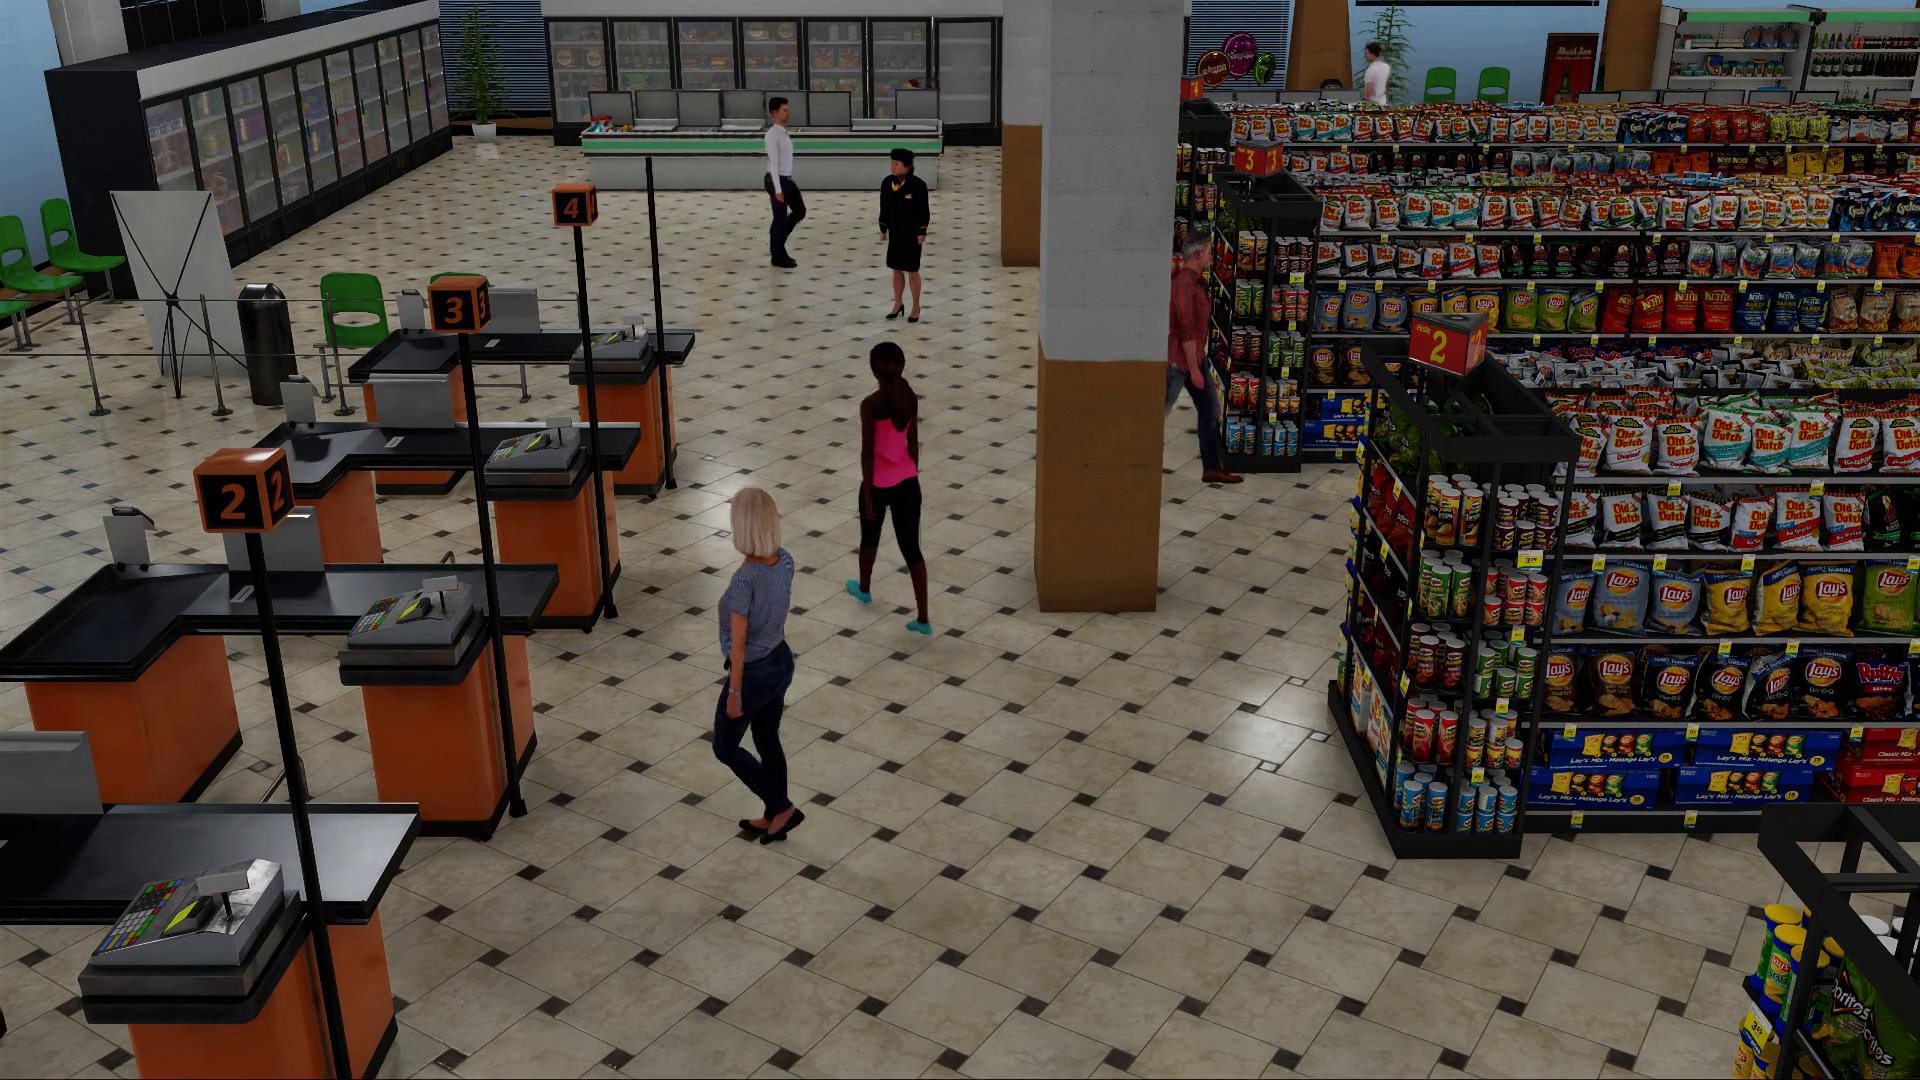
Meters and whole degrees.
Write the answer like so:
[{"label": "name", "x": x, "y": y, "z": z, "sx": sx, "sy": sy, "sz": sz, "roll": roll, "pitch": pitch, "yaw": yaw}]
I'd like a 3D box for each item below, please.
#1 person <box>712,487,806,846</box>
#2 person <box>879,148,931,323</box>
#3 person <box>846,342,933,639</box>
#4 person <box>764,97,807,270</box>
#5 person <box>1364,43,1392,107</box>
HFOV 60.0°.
[{"label": "person", "x": -0.810, "y": 0.599, "z": 7.248, "sx": 0.758, "sy": 1.715, "sz": 0.724, "roll": 10, "pitch": 24, "yaw": 23}, {"label": "person", "x": -0.532, "y": -2.965, "z": 16.177, "sx": 0.757, "sy": 1.671, "sz": 0.863, "roll": 13, "pitch": 25, "yaw": 28}, {"label": "person", "x": -0.339, "y": -0.240, "z": 9.396, "sx": 1.153, "sy": 1.672, "sz": 1.034, "roll": -13, "pitch": 25, "yaw": -28}, {"label": "person", "x": -2.070, "y": -3.940, "z": 18.360, "sx": 0.736, "sy": 1.853, "sz": 0.720, "roll": 6, "pitch": 23, "yaw": 15}, {"label": "person", "x": 6.092, "y": -6.243, "z": 24.129, "sx": 1.005, "sy": 1.825, "sz": 1.031, "roll": -13, "pitch": 25, "yaw": -29}]
